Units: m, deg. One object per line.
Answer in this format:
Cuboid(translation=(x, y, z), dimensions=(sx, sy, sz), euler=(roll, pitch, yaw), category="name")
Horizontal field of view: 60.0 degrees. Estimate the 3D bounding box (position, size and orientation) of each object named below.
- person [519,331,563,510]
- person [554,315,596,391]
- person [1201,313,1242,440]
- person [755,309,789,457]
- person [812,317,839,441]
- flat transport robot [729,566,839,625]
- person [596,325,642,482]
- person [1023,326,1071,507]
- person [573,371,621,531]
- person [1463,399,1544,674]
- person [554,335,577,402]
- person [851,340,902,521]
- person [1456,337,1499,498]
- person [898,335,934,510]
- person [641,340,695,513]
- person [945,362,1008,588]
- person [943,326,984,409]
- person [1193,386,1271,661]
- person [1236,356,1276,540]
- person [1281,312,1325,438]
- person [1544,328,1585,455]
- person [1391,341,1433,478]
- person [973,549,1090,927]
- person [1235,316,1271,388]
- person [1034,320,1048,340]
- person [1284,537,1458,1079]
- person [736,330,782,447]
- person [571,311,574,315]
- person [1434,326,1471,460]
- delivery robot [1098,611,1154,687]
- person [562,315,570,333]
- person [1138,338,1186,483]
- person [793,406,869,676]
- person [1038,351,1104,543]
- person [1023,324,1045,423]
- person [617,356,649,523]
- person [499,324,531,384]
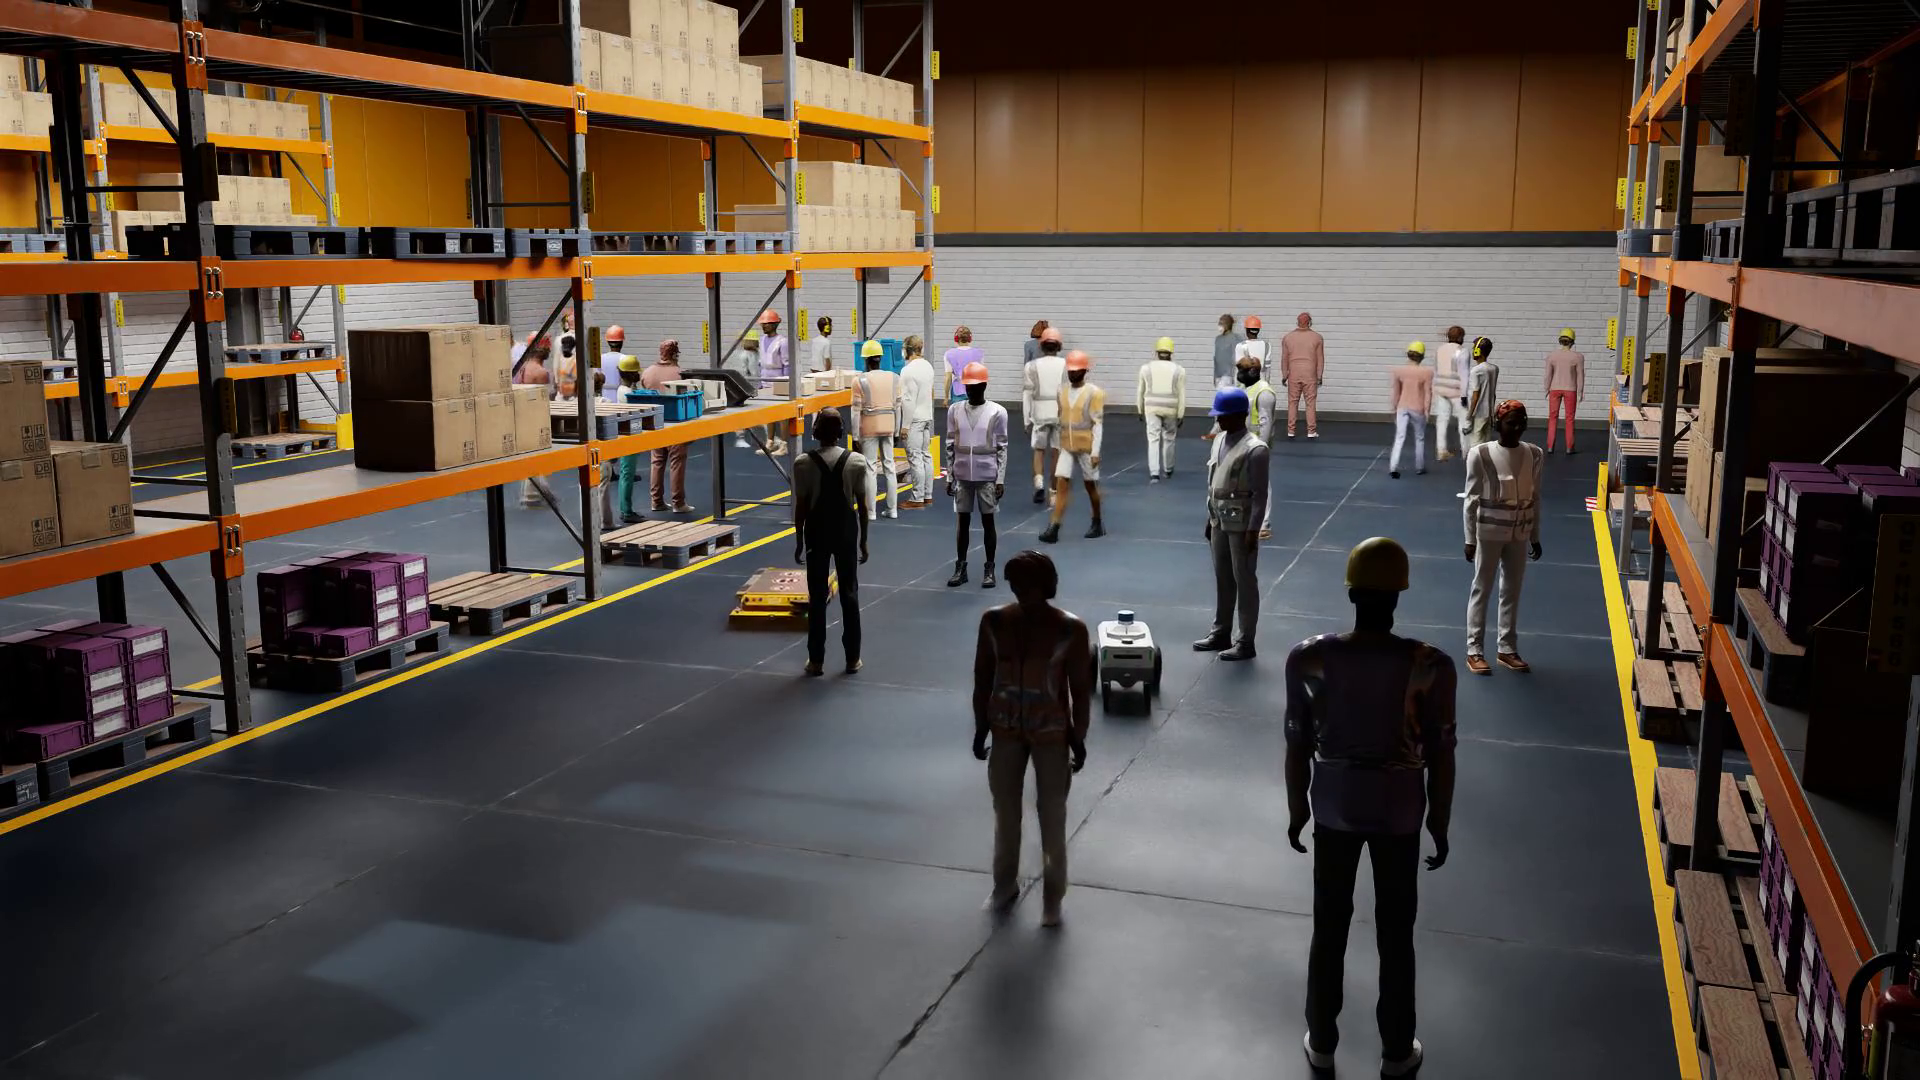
Cuboid(translation=(-4.595, -1.323, 18.434), dimensions=(0.669, 1.971, 0.663), euler=(-7, 12, -33), category="person")
Cuboid(translation=(-5.701, -2.382, 24.660), dimensions=(0.651, 1.896, 0.402), euler=(-6, 12, -29), category="person")
Cuboid(translation=(4.074, -2.459, 25.051), dimensions=(0.889, 1.914, 0.637), euler=(-4, 11, -21), category="person")
Cuboid(translation=(-2.595, -2.163, 22.996), dimensions=(0.609, 2.043, 0.397), euler=(10, 14, 43), category="person")
Cuboid(translation=(-2.031, -2.396, 24.844), dimensions=(0.334, 1.859, 0.514), euler=(-6, 12, -30), category="person")
Cuboid(translation=(-1.393, 0.434, 13.356), dimensions=(0.652, 0.197, 1.431), euler=(1, 10, 3), category="flat transport robot")
Cuboid(translation=(-4.211, -1.673, 20.527), dimensions=(0.554, 1.937, 0.362), euler=(3, 11, 19), category="person")
Cuboid(translation=(1.016, -1.370, 18.597), dimensions=(0.614, 2.025, 0.494), euler=(1, 10, 6), category="person")
Cuboid(translation=(-3.748, -0.911, 17.090), dimensions=(0.520, 1.636, 0.312), euler=(4, 11, 23), category="person")
Cuboid(translation=(3.717, -0.022, 11.384), dimensions=(0.584, 1.882, 0.346), euler=(-3, 10, -14), category="person")
Cuboid(translation=(-5.596, -2.075, 23.578), dimensions=(0.583, 1.645, 0.778), euler=(5, 11, 28), category="person")
Cuboid(translation=(-0.902, -1.160, 17.710), dimensions=(0.589, 1.922, 0.388), euler=(-6, 12, -29), category="person")
Cuboid(translation=(5.997, -1.409, 19.233), dimensions=(0.520, 1.873, 0.328), euler=(-9, 13, -40), category="person")
Cuboid(translation=(-0.489, -1.298, 18.416), dimensions=(0.352, 1.937, 0.635), euler=(4, 11, 22), category="person")
Cuboid(translation=(-3.167, -1.242, 18.231), dimensions=(0.634, 1.900, 0.402), euler=(4, 11, 23), category="person")
Cuboid(translation=(0.131, -0.552, 14.221), dimensions=(0.545, 1.938, 0.359), euler=(3, 10, 15), category="person")
Cuboid(translation=(0.055, -1.923, 22.192), dimensions=(0.563, 1.847, 0.389), euler=(-4, 11, -19), category="person")
Cuboid(translation=(1.931, -0.121, 11.788), dimensions=(0.401, 1.939, 0.602), euler=(-5, 11, -25), category="person")
Cuboid(translation=(2.910, -0.920, 16.604), dimensions=(0.431, 1.835, 0.632), euler=(-3, 10, -15), category="person")
Cuboid(translation=(5.207, -2.497, 25.258), dimensions=(0.642, 1.910, 0.401), euler=(4, 11, 22), category="person")
Cuboid(translation=(8.468, -2.080, 23.315), dimensions=(0.532, 1.765, 0.328), euler=(6, 12, 30), category="person")
Cuboid(translation=(5.687, -1.646, 20.987), dimensions=(0.531, 1.726, 0.884), euler=(7, 12, 35), category="person")
Cuboid(translation=(0.304, 0.843, 7.207), dimensions=(0.524, 1.639, 0.310), euler=(4, 11, 22), category="person")
Cuboid(translation=(4.072, -2.162, 23.282), dimensions=(0.552, 1.937, 0.356), euler=(-3, 11, -18), category="person")
Cuboid(translation=(1.385, -2.951, 28.562), dimensions=(0.315, 1.641, 0.514), euler=(-1, 10, -5), category="person")
Cuboid(translation=(1.425, 0.942, 5.832), dimensions=(0.587, 1.928, 0.362), euler=(3, 11, 17), category="person")
Cuboid(translation=(-2.911, -2.159, 23.933), dimensions=(0.843, 1.704, 0.497), euler=(7, 12, 35), category="person")
Cuboid(translation=(-6.080, -2.690, 26.300), dimensions=(1.045, 1.935, 0.621), euler=(0, 10, -3), category="person")
Cuboid(translation=(6.802, -2.000, 22.674), dimensions=(0.684, 1.825, 0.660), euler=(-5, 11, -28), category="person")
Cuboid(translation=(1.072, 0.702, 10.786), dimensions=(0.477, 0.478, 0.707), euler=(0, 10, 3), category="delivery robot")
Cuboid(translation=(-5.935, -2.549, 25.718), dimensions=(0.374, 1.850, 0.575), euler=(1, 10, 3), category="person")
Cuboid(translation=(2.500, -1.604, 20.615), dimensions=(0.595, 1.787, 0.934), euler=(2, 10, 10), category="person")
Cuboid(translation=(-0.874, 0.007, 11.330), dimensions=(0.513, 1.846, 0.340), euler=(-2, 10, -10), category="person")
Cuboid(translation=(1.135, -0.916, 16.415), dimensions=(0.567, 1.890, 0.905), euler=(7, 12, 35), category="person")
Cuboid(translation=(1.288, -2.740, 27.394), dimensions=(0.507, 1.632, 0.267), euler=(-3, 10, -15), category="person")
Cuboid(translation=(-3.472, -1.063, 17.591), dimensions=(0.334, 1.764, 0.548), euler=(-3, 10, -15), category="person")
Cuboid(translation=(-5.901, -1.926, 22.090), dimensions=(0.654, 1.888, 0.599), euler=(1, 10, 8), category="person")
